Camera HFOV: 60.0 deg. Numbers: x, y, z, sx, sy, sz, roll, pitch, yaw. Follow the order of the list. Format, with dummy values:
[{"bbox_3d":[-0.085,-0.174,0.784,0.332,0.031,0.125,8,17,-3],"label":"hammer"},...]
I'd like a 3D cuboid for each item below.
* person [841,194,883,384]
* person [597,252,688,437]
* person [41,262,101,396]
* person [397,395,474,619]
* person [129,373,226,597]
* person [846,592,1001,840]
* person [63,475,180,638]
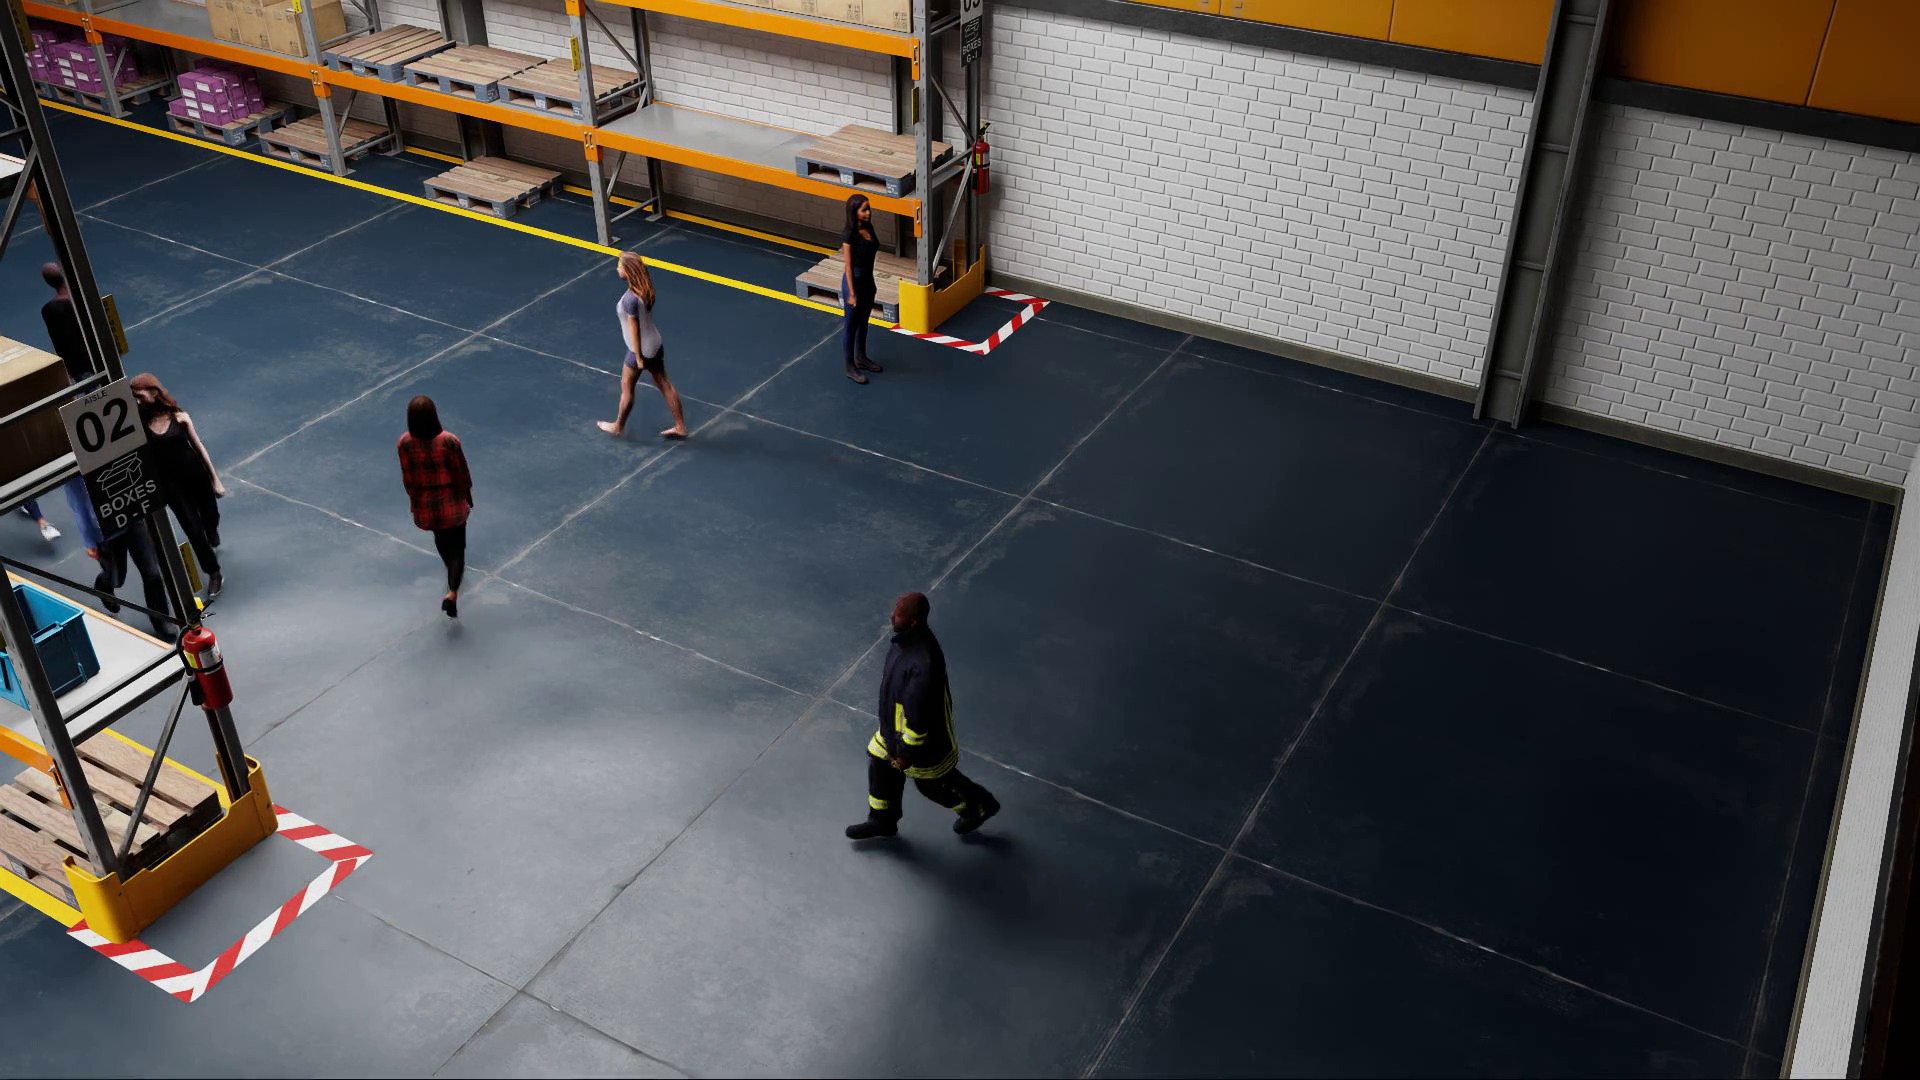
[{"bbox_3d":[-0.913,-2.282,14.919,0.530,1.739,0.568,19,38,26],"label":"person"},{"bbox_3d":[-2.555,-1.587,13.918,1.049,1.691,0.756,9,35,13],"label":"person"},{"bbox_3d":[-7.127,-1.417,13.641,0.762,1.713,0.880,-23,40,-30],"label":"person"},{"bbox_3d":[-3.721,-0.218,11.870,1.103,1.676,1.047,-1,34,-2],"label":"person"},{"bbox_3d":[-5.696,-0.469,12.222,1.031,1.706,1.160,-15,36,-21],"label":"person"},{"bbox_3d":[-0.180,1.072,9.824,1.246,1.793,1.223,-11,35,-16],"label":"person"},{"bbox_3d":[-5.933,-0.123,11.616,1.007,1.800,0.725,23,40,30],"label":"person"}]
